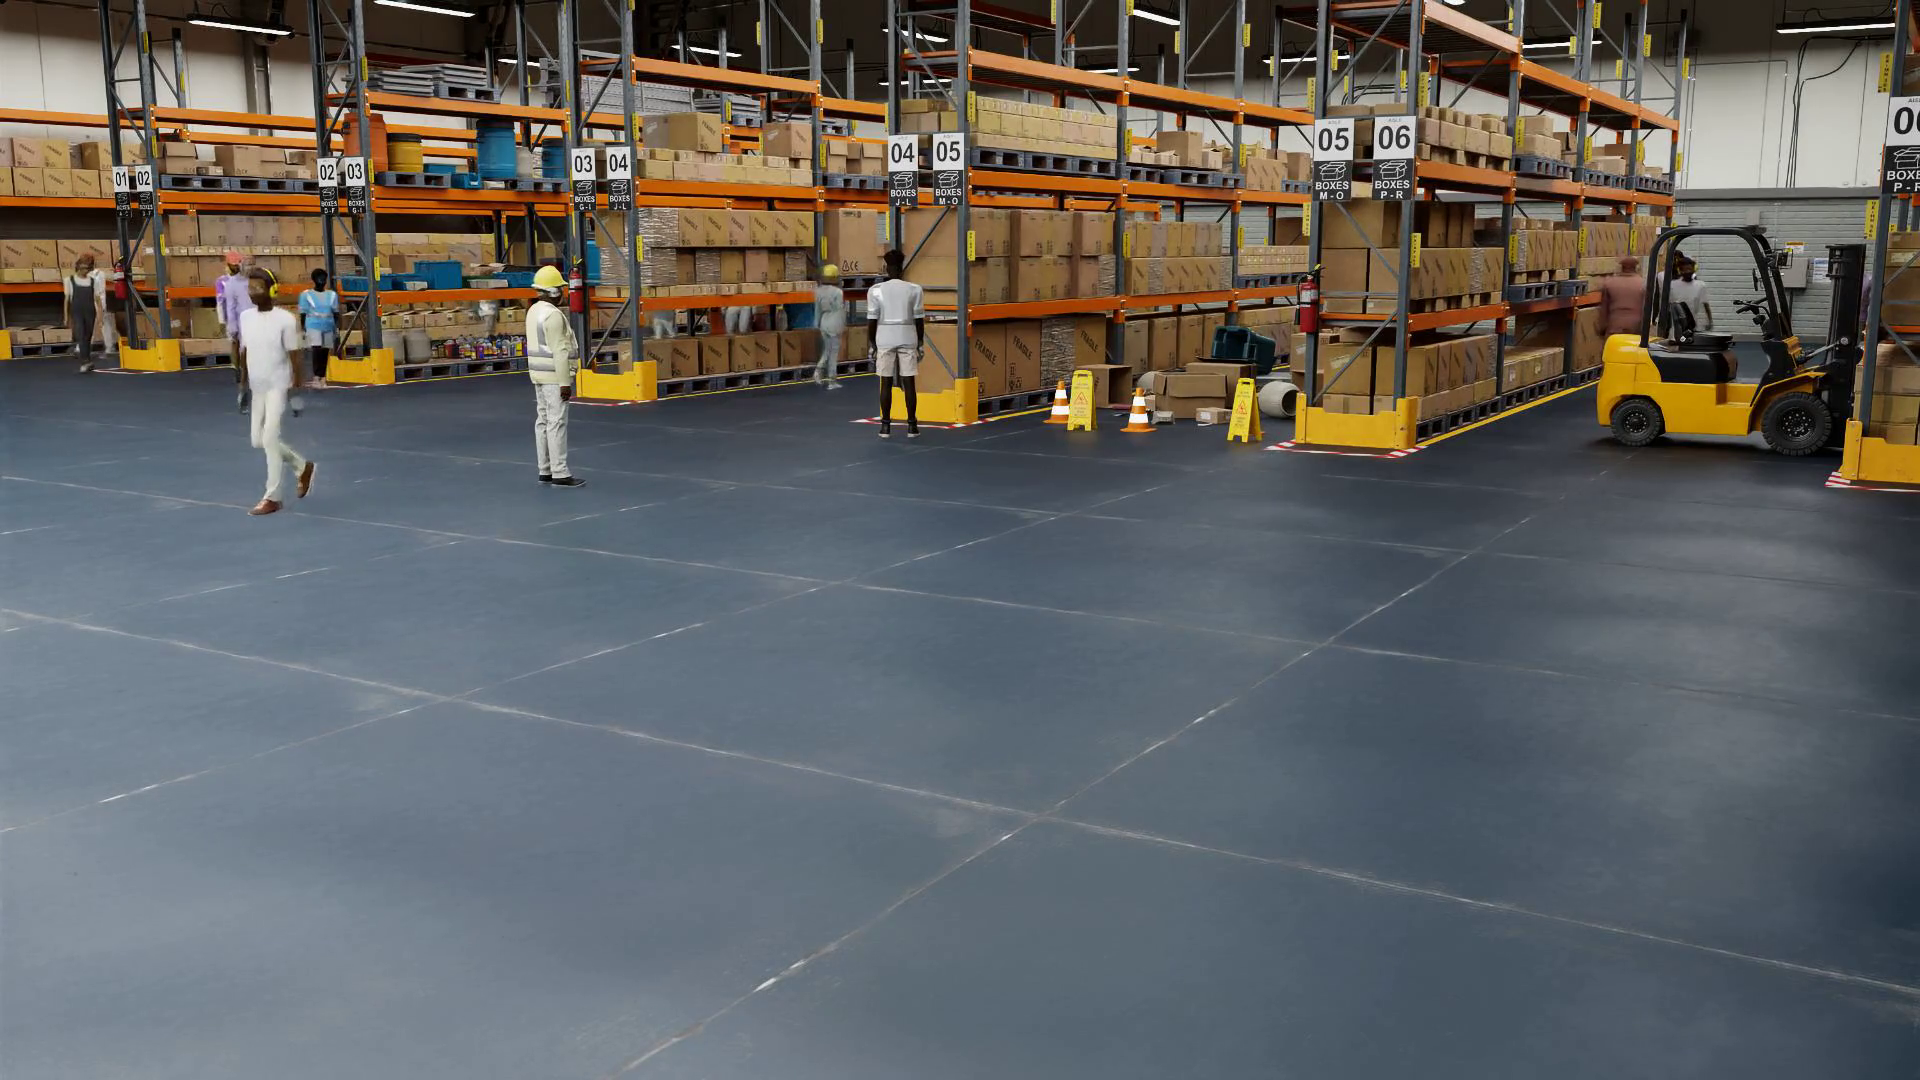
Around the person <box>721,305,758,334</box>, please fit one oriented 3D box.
[{"bbox_3d":[-3.521,-3.660,26.540,0.631,1.925,0.435,1,10,4],"label":"person"}]

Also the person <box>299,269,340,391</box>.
[{"bbox_3d":[-8.756,-2.886,22.854,0.525,1.671,0.636,-10,14,-43],"label":"person"}]

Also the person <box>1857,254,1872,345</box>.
[{"bbox_3d":[12.797,-3.178,23.841,0.585,1.920,0.392,6,12,29],"label":"person"}]

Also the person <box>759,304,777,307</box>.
[{"bbox_3d":[-4.077,-5.181,35.299,0.632,1.849,0.429,6,12,29],"label":"person"}]

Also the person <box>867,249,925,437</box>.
[{"bbox_3d":[-0.663,-2.045,17.369,0.600,1.960,0.375,0,10,-2],"label":"person"}]

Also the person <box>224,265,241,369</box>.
[{"bbox_3d":[-11.450,-3.535,26.425,0.557,1.697,0.775,-9,13,-40],"label":"person"}]

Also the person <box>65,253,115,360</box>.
[{"bbox_3d":[-15.072,-4.021,28.756,0.606,1.841,0.923,4,11,20],"label":"person"}]

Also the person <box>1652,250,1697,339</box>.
[{"bbox_3d":[10.808,-3.425,25.215,0.587,1.920,0.391,7,12,35],"label":"person"}]

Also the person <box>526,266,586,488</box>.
[{"bbox_3d":[-3.368,-1.348,13.813,0.403,1.837,0.591,-7,12,-35],"label":"person"}]

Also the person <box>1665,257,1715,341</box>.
[{"bbox_3d":[9.475,-2.748,21.642,0.691,1.832,0.723,4,11,22],"label":"person"}]

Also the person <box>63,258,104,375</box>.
[{"bbox_3d":[-13.583,-3.462,25.795,0.528,1.780,1.006,-9,13,-41],"label":"person"}]

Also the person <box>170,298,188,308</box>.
[{"bbox_3d":[-13.377,-3.917,28.437,0.531,1.751,0.641,5,11,27],"label":"person"}]

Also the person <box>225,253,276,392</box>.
[{"bbox_3d":[-9.414,-2.872,22.191,0.652,1.886,0.444,-9,13,-40],"label":"person"}]

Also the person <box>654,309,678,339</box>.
[{"bbox_3d":[-4.615,-3.471,26.377,0.492,1.583,0.832,5,11,28],"label":"person"}]

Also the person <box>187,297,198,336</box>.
[{"bbox_3d":[-13.881,-4.188,29.705,0.631,1.842,0.428,1,10,8],"label":"person"}]

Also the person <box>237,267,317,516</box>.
[{"bbox_3d":[-5.189,-1.137,12.593,0.520,1.855,0.702,4,11,24],"label":"person"}]

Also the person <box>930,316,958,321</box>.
[{"bbox_3d":[-0.157,-3.015,22.593,0.606,2.037,0.405,5,11,27],"label":"person"}]

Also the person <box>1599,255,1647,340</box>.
[{"bbox_3d":[8.801,-2.834,22.054,0.653,1.871,0.959,6,12,30],"label":"person"}]

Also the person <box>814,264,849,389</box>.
[{"bbox_3d":[-1.786,-2.958,23.122,0.491,1.729,0.403,8,13,38],"label":"person"}]

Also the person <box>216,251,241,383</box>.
[{"bbox_3d":[-10.312,-3.174,23.836,0.581,1.899,0.916,-6,12,-32],"label":"person"}]

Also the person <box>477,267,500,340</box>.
[{"bbox_3d":[-8.115,-3.858,28.492,0.518,1.618,0.633,7,12,35],"label":"person"}]
